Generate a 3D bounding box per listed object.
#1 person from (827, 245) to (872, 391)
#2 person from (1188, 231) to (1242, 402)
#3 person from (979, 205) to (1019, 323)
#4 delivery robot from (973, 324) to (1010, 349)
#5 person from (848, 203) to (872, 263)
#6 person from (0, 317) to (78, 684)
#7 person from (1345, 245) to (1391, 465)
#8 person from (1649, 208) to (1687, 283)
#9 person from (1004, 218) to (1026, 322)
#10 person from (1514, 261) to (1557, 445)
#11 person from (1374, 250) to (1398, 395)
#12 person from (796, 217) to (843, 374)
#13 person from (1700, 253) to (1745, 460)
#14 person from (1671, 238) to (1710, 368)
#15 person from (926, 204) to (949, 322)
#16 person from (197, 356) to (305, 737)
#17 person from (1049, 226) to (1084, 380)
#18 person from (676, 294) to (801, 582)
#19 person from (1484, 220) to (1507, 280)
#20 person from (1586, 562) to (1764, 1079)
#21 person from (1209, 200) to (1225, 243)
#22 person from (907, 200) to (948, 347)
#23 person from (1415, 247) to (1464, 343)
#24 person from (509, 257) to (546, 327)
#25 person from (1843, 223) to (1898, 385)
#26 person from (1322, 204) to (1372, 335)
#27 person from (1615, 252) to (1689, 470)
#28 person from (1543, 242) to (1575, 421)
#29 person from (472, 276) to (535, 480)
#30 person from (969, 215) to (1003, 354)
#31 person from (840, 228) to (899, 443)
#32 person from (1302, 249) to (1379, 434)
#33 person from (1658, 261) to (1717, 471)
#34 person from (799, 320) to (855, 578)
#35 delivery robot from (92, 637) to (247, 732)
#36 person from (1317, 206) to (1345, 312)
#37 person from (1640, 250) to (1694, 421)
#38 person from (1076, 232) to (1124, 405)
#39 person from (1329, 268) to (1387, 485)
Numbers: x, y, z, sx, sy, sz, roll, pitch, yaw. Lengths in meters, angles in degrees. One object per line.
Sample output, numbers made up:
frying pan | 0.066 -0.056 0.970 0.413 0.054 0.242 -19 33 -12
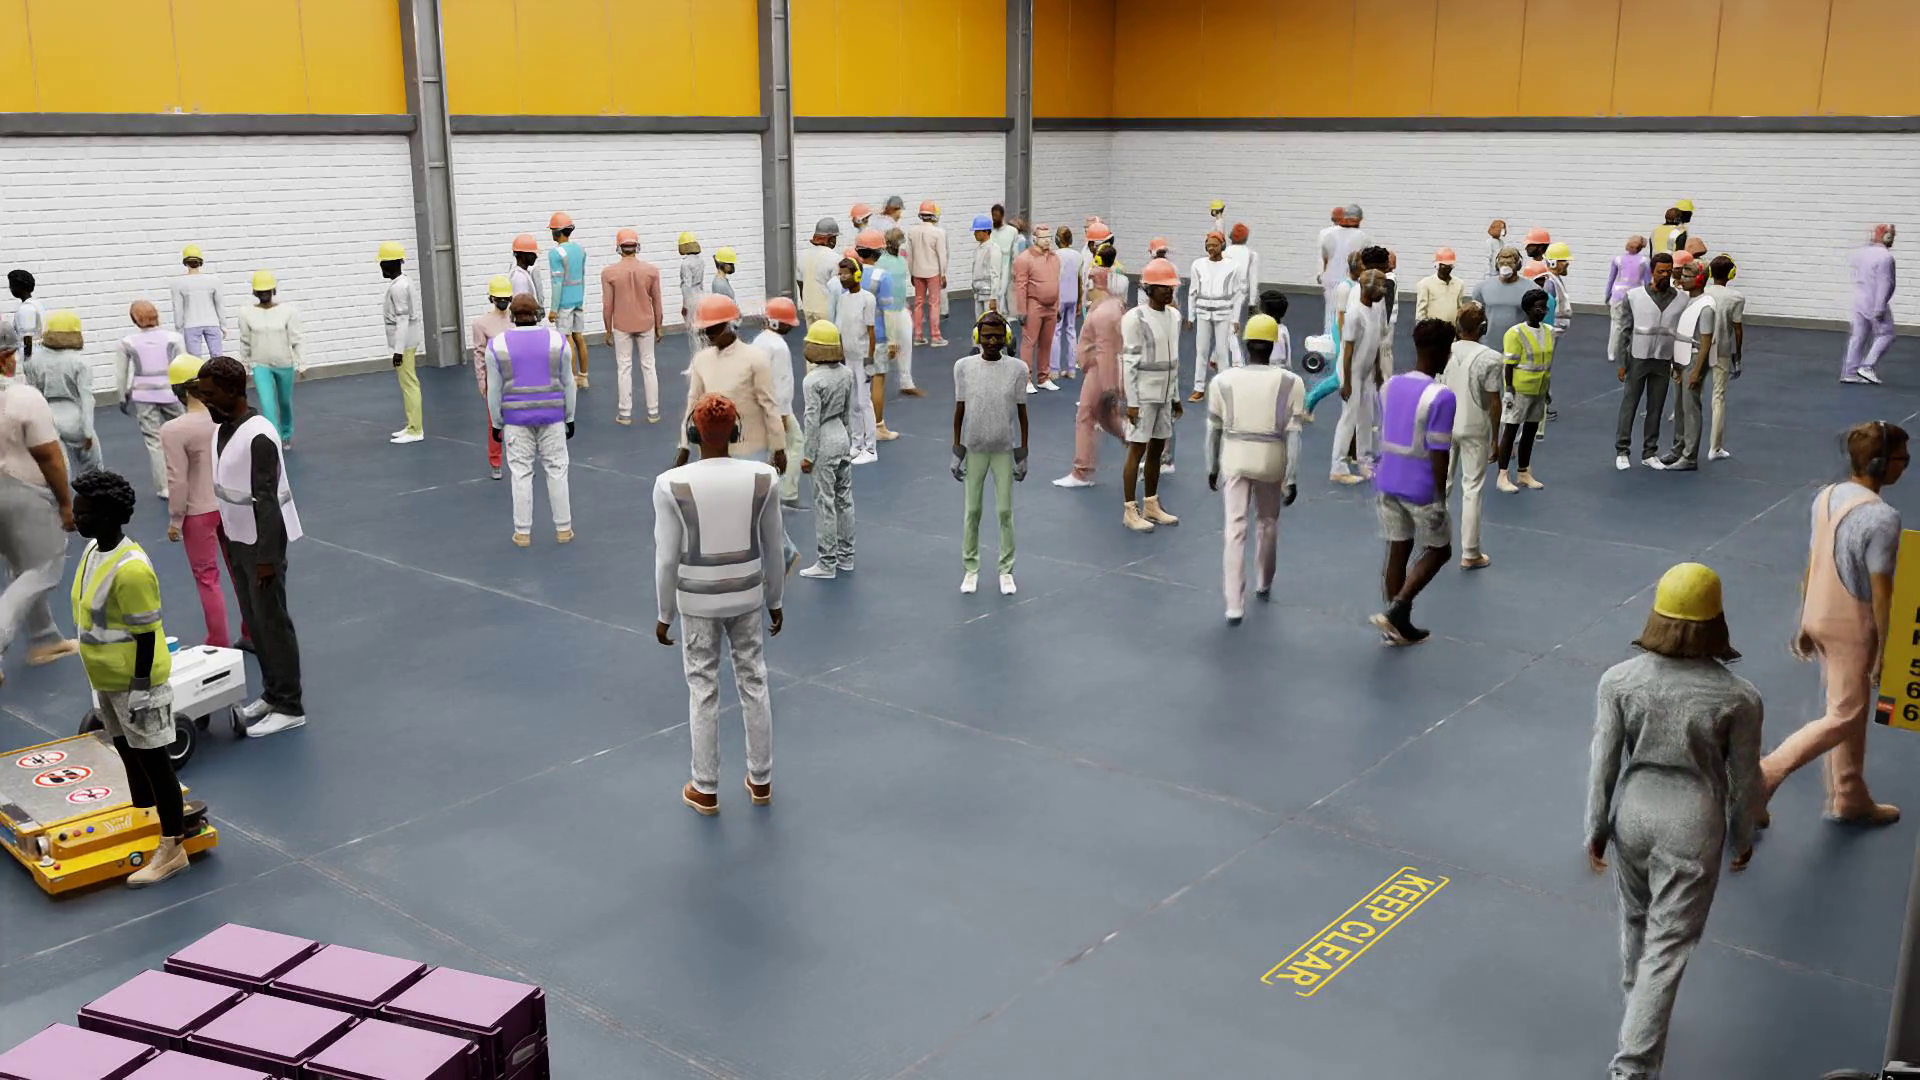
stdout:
person | -1.136 -2.271 17.826 0.563 1.752 0.327 4 15 15
person | 2.778 -2.432 18.211 0.585 1.882 0.337 6 15 23
person | 0.557 -3.997 24.498 0.610 1.872 1.010 5 15 20
delivery robot | 0.418 -2.686 21.730 0.477 0.478 0.707 4 15 16
person | -1.319 -3.511 22.338 0.446 1.983 0.655 2 14 9
person | -5.237 -0.231 9.095 0.681 2.000 0.833 5 15 19
person | 3.660 -1.662 14.977 0.361 1.957 0.614 -2 14 -6
person | 10.310 -3.911 24.237 0.430 1.835 0.619 -5 15 -21
person | 0.847 -4.163 25.690 0.391 1.611 0.551 -6 15 -24
person | 5.453 -1.785 15.892 0.339 1.746 0.569 12 18 39
person | 4.796 -2.463 18.835 0.307 1.637 0.519 1 14 5
person | -1.428 -2.498 18.157 0.535 2.000 0.685 -13 19 -42
person | 6.866 -1.668 15.190 0.534 1.868 0.309 11 18 38
person | 9.151 -2.962 20.839 0.498 1.632 0.286 -9 17 -33
person | -0.381 -4.313 25.864 0.406 1.821 0.630 -5 15 -20
person | -3.556 0.020 8.378 0.415 1.907 0.593 -12 19 -41
person | 1.237 -2.827 19.896 0.518 1.836 0.347 -8 16 -29
person | -1.466 -0.595 10.717 0.666 1.962 0.859 10 17 35
person | 7.911 -3.917 24.650 0.270 1.632 0.508 13 19 41
person | 2.208 0.912 5.219 0.482 1.702 0.901 12 18 39
person | 4.362 -4.887 28.263 0.328 1.765 0.532 2 14 9
person | -0.438 -3.666 22.912 0.620 1.996 0.372 9 16 31
person | 5.103 -2.230 17.666 0.573 1.749 0.332 -5 15 -18
person | -5.277 -2.836 20.319 0.514 1.641 0.307 8 16 30
person | 10.722 -2.757 19.492 0.524 1.887 0.669 1 14 3
person | 5.068 -3.366 21.625 0.702 2.000 0.946 10 17 35
person | 6.113 -1.580 14.735 0.587 1.920 0.390 0 14 0
person | 6.105 -2.156 17.214 0.404 1.829 0.600 6 15 23
person | -3.900 -1.392 14.314 0.518 1.757 0.339 -8 16 -28
person | 0.312 -2.972 20.263 0.414 1.941 0.607 -7 16 -25
person | -0.857 -1.963 16.003 0.616 2.046 0.366 10 17 35
person | 3.804 -1.979 16.546 0.794 1.820 0.523 12 18 39
person | 6.451 -1.531 14.683 0.390 1.847 0.563 1 14 4
person | -0.907 -0.613 11.222 0.287 1.746 0.487 8 16 29
delivery robot | -3.854 0.717 8.133 0.477 0.478 0.707 5 15 20
person | 5.554 -3.977 24.485 0.584 1.846 0.967 3 14 12
person | 7.386 -2.111 17.195 0.320 1.750 0.560 -9 17 -31
person | 1.534 -2.360 17.851 0.392 1.920 0.593 -8 16 -28
person | 3.391 -1.383 14.117 0.398 1.834 0.571 10 17 34
